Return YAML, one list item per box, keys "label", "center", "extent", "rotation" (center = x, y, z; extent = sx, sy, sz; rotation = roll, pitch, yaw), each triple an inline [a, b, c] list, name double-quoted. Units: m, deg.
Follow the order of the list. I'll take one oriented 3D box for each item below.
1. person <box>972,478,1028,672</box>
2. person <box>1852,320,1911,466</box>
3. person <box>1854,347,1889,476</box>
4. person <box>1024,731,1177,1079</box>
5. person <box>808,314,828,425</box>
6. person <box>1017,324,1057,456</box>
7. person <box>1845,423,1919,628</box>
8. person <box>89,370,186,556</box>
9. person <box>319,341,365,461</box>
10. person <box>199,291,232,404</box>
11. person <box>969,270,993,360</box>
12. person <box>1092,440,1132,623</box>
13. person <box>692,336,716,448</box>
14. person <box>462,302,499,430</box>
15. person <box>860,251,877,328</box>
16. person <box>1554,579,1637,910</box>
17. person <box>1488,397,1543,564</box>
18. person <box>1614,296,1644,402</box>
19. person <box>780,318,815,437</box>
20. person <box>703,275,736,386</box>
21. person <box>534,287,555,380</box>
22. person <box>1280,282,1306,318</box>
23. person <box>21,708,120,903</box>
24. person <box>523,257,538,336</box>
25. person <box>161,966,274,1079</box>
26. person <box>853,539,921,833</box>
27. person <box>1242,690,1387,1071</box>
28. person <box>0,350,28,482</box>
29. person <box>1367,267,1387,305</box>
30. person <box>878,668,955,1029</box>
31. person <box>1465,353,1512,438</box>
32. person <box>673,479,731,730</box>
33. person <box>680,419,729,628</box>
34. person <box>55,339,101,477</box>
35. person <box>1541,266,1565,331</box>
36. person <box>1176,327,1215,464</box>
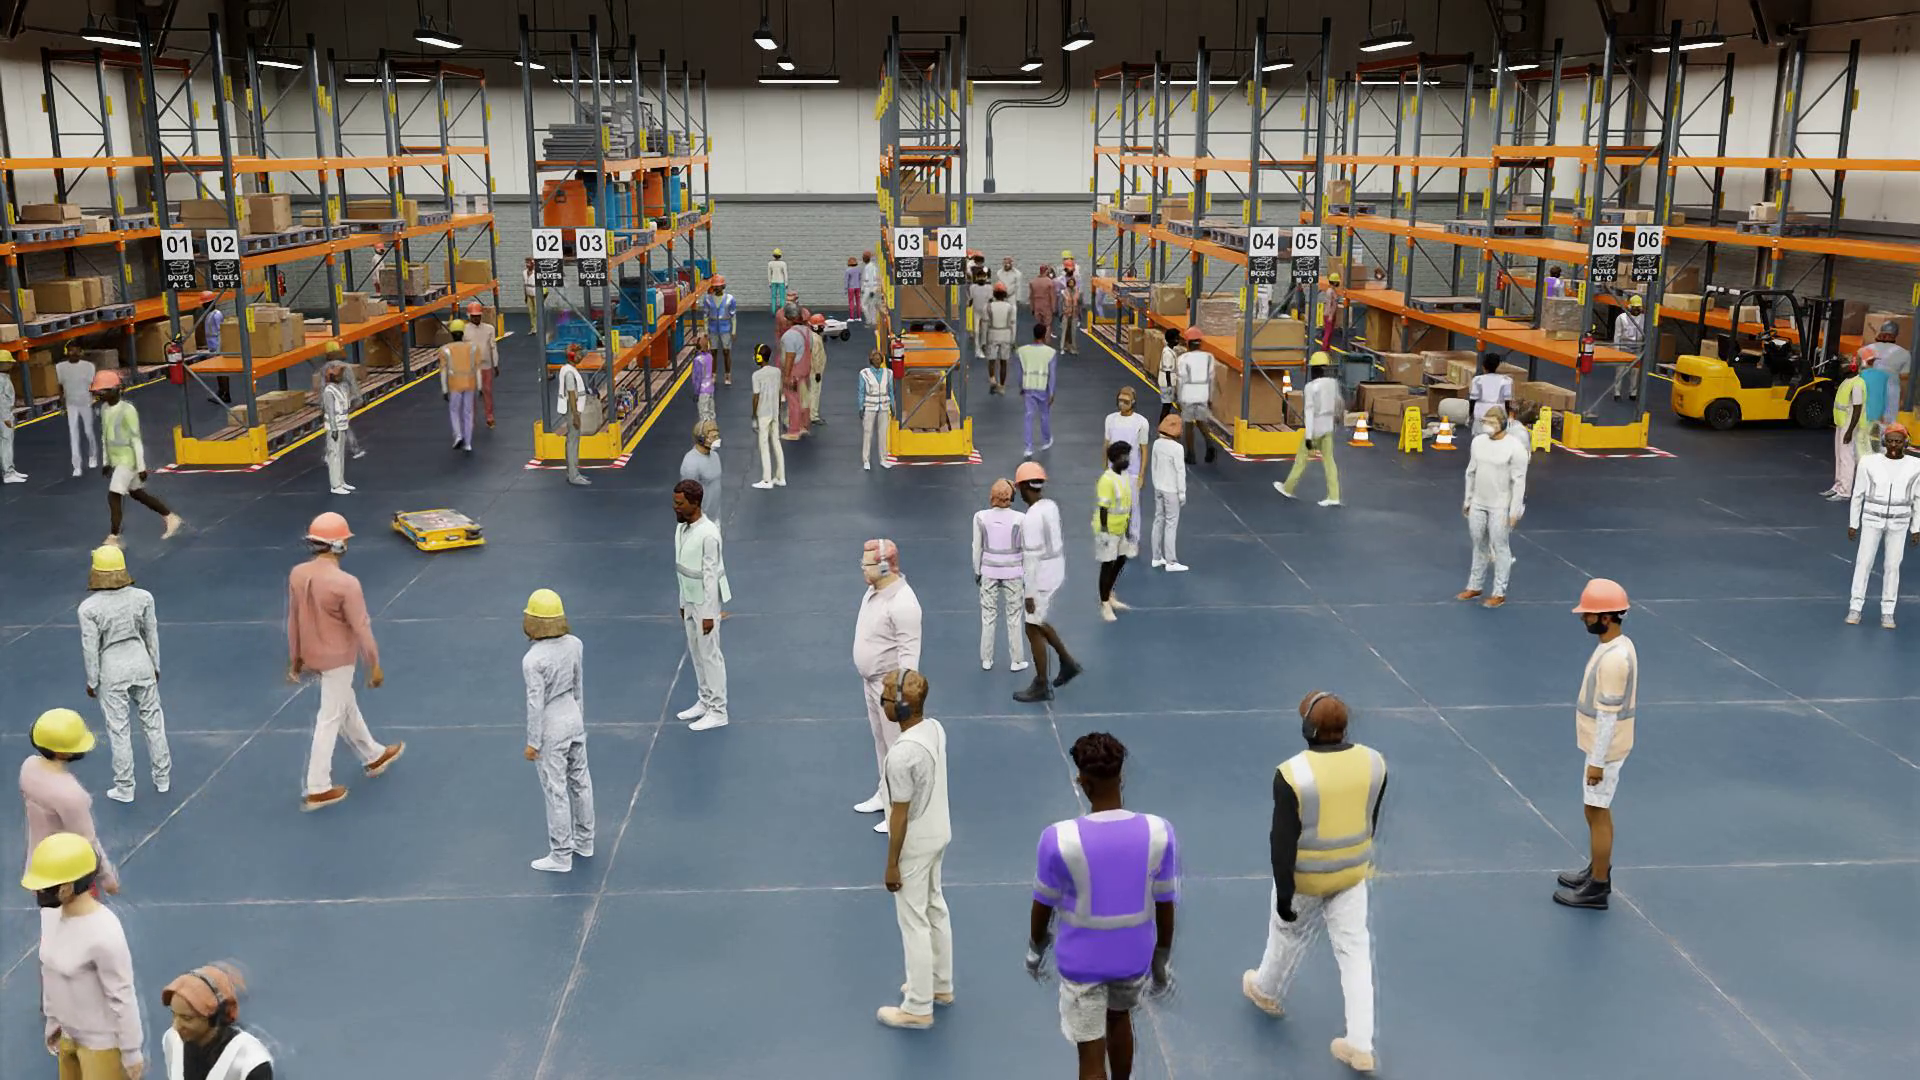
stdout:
- label: "person"
  center: [0.355, 0.299, 13.860]
  extent: [0.517, 1.641, 0.308]
  rotation: [3, 14, 14]
- label: "person"
  center: [12.606, -2.003, 22.753]
  extent: [0.686, 2.000, 0.535]
  rotation: [12, 18, 42]
- label: "person"
  center: [11.992, -1.684, 22.065]
  extent: [0.574, 1.725, 0.434]
  rotation: [-4, 14, -17]
- label: "person"
  center: [0.576, 1.736, 7.151]
  extent: [0.605, 1.931, 0.718]
  rotation: [-4, 14, -17]
- label: "person"
  center: [-2.253, -2.703, 26.331]
  extent: [0.341, 1.749, 0.572]
  rotation: [-2, 13, -9]
- label: "person"
  center: [1.095, -2.166, 23.855]
  extent: [0.609, 1.862, 1.050]
  rotation: [3, 14, 14]
- label: "person"
  center: [8.439, -0.135, 15.174]
  extent: [0.587, 1.882, 0.342]
  rotation: [7, 15, 26]
- label: "person"
  center: [-9.050, -0.885, 18.157]
  extent: [0.614, 1.995, 1.060]
  rotation: [11, 17, 39]
- label: "person"
  center: [-8.667, -1.923, 23.157]
  extent: [0.505, 1.688, 0.915]
  rotation: [5, 14, 19]
- label: "person"
  center: [-12.770, -3.302, 28.498]
  extent: [0.367, 1.930, 0.542]
  rotation: [-10, 17, -38]
- label: "person"
  center: [0.454, -4.638, 34.363]
  extent: [0.540, 1.825, 0.940]
  rotation: [-1, 13, -3]
- label: "person"
  center: [1.397, -0.091, 15.453]
  extent: [0.366, 1.675, 0.596]
  rotation: [8, 15, 30]
- label: "person"
  center: [-3.735, -2.146, 24.213]
  extent: [0.312, 1.642, 0.512]
  rotation: [4, 14, 15]
- label: "person"
  center: [-7.474, -2.703, 25.850]
  extent: [0.619, 1.987, 0.401]
  rotation: [-8, 15, -31]
- label: "person"
  center: [-2.236, -6.034, 40.168]
  extent: [0.504, 1.873, 0.596]
  rotation: [1, 13, 5]
- label: "person"
  center: [3.669, 1.166, 9.582]
  extent: [0.383, 1.926, 0.550]
  rotation: [5, 14, 20]
- label: "person"
  center: [5.764, -0.602, 17.311]
  extent: [0.429, 1.807, 0.593]
  rotation: [1, 13, 3]
- label: "person"
  center: [11.561, -3.291, 28.653]
  extent: [0.588, 1.833, 0.404]
  rotation: [0, 13, -1]
- label: "person"
  center: [-2.440, -2.429, 25.025]
  extent: [0.433, 1.829, 0.567]
  rotation: [-1, 13, -4]
- label: "person"
  center: [-4.411, -3.847, 30.559]
  extent: [0.606, 2.045, 0.389]
  rotation: [1, 13, 3]
- label: "person"
  center: [-7.846, -3.893, 31.349]
  extent: [0.320, 1.767, 0.534]
  rotation: [0, 13, 0]
- label: "person"
  center: [8.683, -6.578, 42.620]
  extent: [0.994, 1.812, 0.547]
  rotation: [7, 15, 28]
- label: "person"
  center: [-4.369, 1.610, 8.128]
  extent: [0.591, 1.726, 0.347]
  rotation: [9, 16, 35]
- label: "person"
  center: [-9.894, -5.657, 38.678]
  extent: [0.564, 1.838, 0.383]
  rotation: [9, 16, 33]
- label: "person"
  center: [-2.519, 2.200, 5.911]
  extent: [0.525, 1.593, 0.878]
  rotation: [6, 15, 24]
- label: "person"
  center: [-0.484, 0.922, 10.657]
  extent: [0.401, 1.904, 0.649]
  rotation: [-5, 14, -21]
- label: "person"
  center: [1.752, 1.596, 8.066]
  extent: [0.635, 1.794, 0.980]
  rotation: [-4, 14, -18]
- label: "person"
  center: [-12.477, -1.627, 21.817]
  extent: [0.325, 1.737, 0.486]
  rotation: [-6, 14, -23]
- label: "person"
  center: [9.736, -5.547, 38.672]
  extent: [0.542, 1.608, 0.520]
  rotation: [2, 13, 10]
- label: "person"
  center: [-0.226, 1.521, 8.268]
  extent: [0.344, 1.838, 0.503]
  rotation: [5, 14, 21]
- label: "person"
  center: [6.990, -1.603, 21.887]
  extent: [0.626, 1.667, 0.322]
  rotation: [2, 13, 7]
- label: "person"
  center: [-1.950, 0.475, 12.548]
  extent: [0.391, 1.911, 0.584]
  rotation: [-8, 16, -32]
- label: "person"
  center: [-2.335, -0.147, 15.143]
  extent: [0.377, 1.931, 0.624]
  rotation: [3, 14, 13]
- label: "person"
  center: [-11.875, -1.814, 22.455]
  extent: [0.520, 1.819, 0.971]
  rotation: [-5, 14, -19]
- label: "person"
  center: [12.690, -4.940, 35.620]
  extent: [0.430, 1.845, 0.619]
  rotation: [-9, 16, -32]
- label: "person"
  center: [3.251, -1.961, 22.860]
  extent: [0.546, 1.915, 0.588]
  rotation: [-4, 14, -17]
